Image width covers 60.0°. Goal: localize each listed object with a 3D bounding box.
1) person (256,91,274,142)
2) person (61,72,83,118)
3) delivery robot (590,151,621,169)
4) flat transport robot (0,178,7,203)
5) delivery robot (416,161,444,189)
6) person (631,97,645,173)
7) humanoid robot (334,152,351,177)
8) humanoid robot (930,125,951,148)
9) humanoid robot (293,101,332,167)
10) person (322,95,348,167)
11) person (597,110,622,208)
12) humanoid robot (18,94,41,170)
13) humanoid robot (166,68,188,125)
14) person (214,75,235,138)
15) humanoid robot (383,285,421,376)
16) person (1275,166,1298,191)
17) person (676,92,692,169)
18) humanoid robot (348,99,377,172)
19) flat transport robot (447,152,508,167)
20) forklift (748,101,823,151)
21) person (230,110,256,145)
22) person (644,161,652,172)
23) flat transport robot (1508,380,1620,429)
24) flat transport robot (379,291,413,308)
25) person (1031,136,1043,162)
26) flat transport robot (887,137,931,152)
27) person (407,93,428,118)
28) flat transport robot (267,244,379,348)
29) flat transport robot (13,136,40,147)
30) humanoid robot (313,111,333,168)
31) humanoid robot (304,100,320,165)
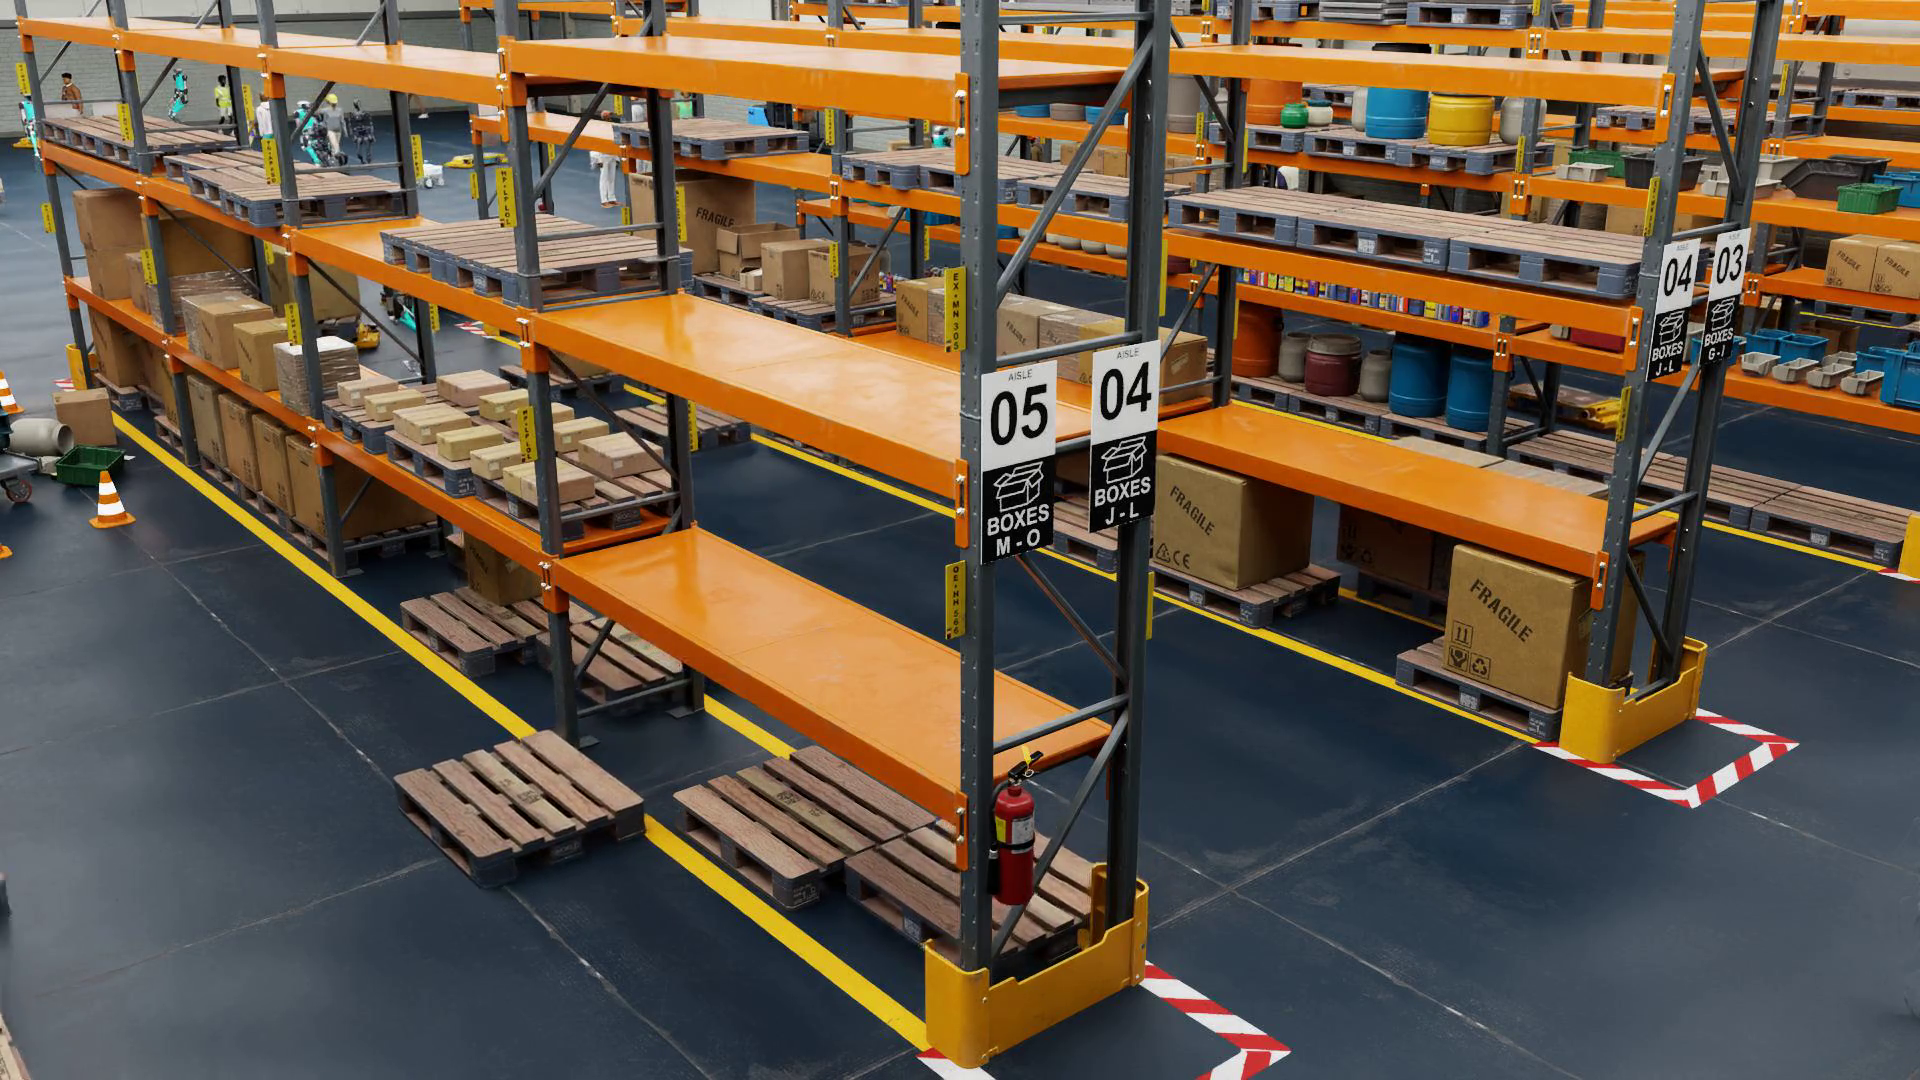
[{"bbox_3d":[-15.543,-9.129,37.438,0.349,1.912,0.498,15,24,36],"label":"person"},{"bbox_3d":[-23.542,-11.459,44.153,0.802,1.854,0.383,9,21,25],"label":"person"},{"bbox_3d":[-8.385,-9.021,39.202,0.499,0.610,0.788,7,20,18],"label":"delivery robot"},{"bbox_3d":[-19.140,-6.313,31.903,0.659,0.231,1.431,-1,19,-3],"label":"flat transport robot"},{"bbox_3d":[-11.551,-7.896,35.992,0.499,0.605,0.799,7,21,20],"label":"delivery robot"},{"bbox_3d":[-7.313,-9.162,37.563,0.374,1.893,0.573,6,20,18],"label":"person"},{"bbox_3d":[-10.412,-5.721,28.092,0.374,1.642,0.610,-1,19,-4],"label":"humanoid robot"},{"bbox_3d":[-0.132,-6.987,31.712,0.854,1.841,0.546,-15,24,-36],"label":"humanoid robot"},{"bbox_3d":[-14.260,-8.788,36.780,1.035,1.747,0.546,13,23,32],"label":"humanoid robot"},{"bbox_3d":[-14.669,-9.572,38.999,0.945,1.700,0.528,15,24,37],"label":"person"},{"bbox_3d":[-6.982,-7.563,33.030,0.361,1.882,0.573,10,22,27],"label":"person"},{"bbox_3d":[-21.412,-9.430,38.590,0.542,1.789,0.855,-11,22,-30],"label":"humanoid robot"},{"bbox_3d":[-22.111,-12.420,46.866,0.533,1.677,0.735,12,23,31],"label":"humanoid robot"},{"bbox_3d":[-20.235,-11.944,45.773,0.589,1.681,0.539,16,25,38],"label":"person"},{"bbox_3d":[-6.339,-2.681,19.337,0.977,1.738,0.550,16,25,38],"label":"humanoid robot"},{"bbox_3d":[5.326,-5.487,27.193,0.388,1.836,0.559,15,24,36],"label":"person"},{"bbox_3d":[-6.260,-9.489,38.382,0.495,1.964,0.553,-9,21,-24],"label":"person"},{"bbox_3d":[-13.783,-9.341,38.402,0.589,1.648,0.340,-3,20,-8],"label":"humanoid robot"},{"bbox_3d":[-11.532,-9.097,39.826,0.659,0.231,1.431,11,22,28],"label":"flat transport robot"},{"bbox_3d":[-4.526,-11.368,42.374,1.129,2.768,1.873,-15,24,-37],"label":"forklift"},{"bbox_3d":[-15.977,-8.997,37.170,0.532,1.846,0.616,6,20,15],"label":"person"},{"bbox_3d":[-5.181,-5.937,28.307,0.382,1.953,0.608,-1,19,-3],"label":"person"},{"bbox_3d":[6.608,-1.485,18.162,0.659,0.231,1.431,-13,23,-33],"label":"flat transport robot"},{"bbox_3d":[-7.560,-3.518,23.947,1.431,0.231,0.659,-1,19,-4],"label":"flat transport robot"},{"bbox_3d":[1.404,-6.780,30.991,0.411,1.757,0.552,3,20,9],"label":"person"},{"bbox_3d":[-1.137,-7.997,36.694,0.659,0.231,1.431,-8,21,-21],"label":"flat transport robot"},{"bbox_3d":[-16.848,-13.853,51.019,0.505,1.831,0.909,18,26,42],"label":"person"},{"bbox_3d":[-8.200,-2.582,21.285,1.431,0.231,0.659,-6,20,-16],"label":"flat transport robot"},{"bbox_3d":[-24.163,-10.529,43.901,0.659,0.231,1.431,6,20,16],"label":"flat transport robot"},{"bbox_3d":[-13.559,-8.304,35.447,0.341,1.652,0.609,-2,19,-6],"label":"humanoid robot"},{"bbox_3d":[-14.867,-9.240,38.120,0.452,1.646,0.593,3,20,8],"label":"humanoid robot"}]
